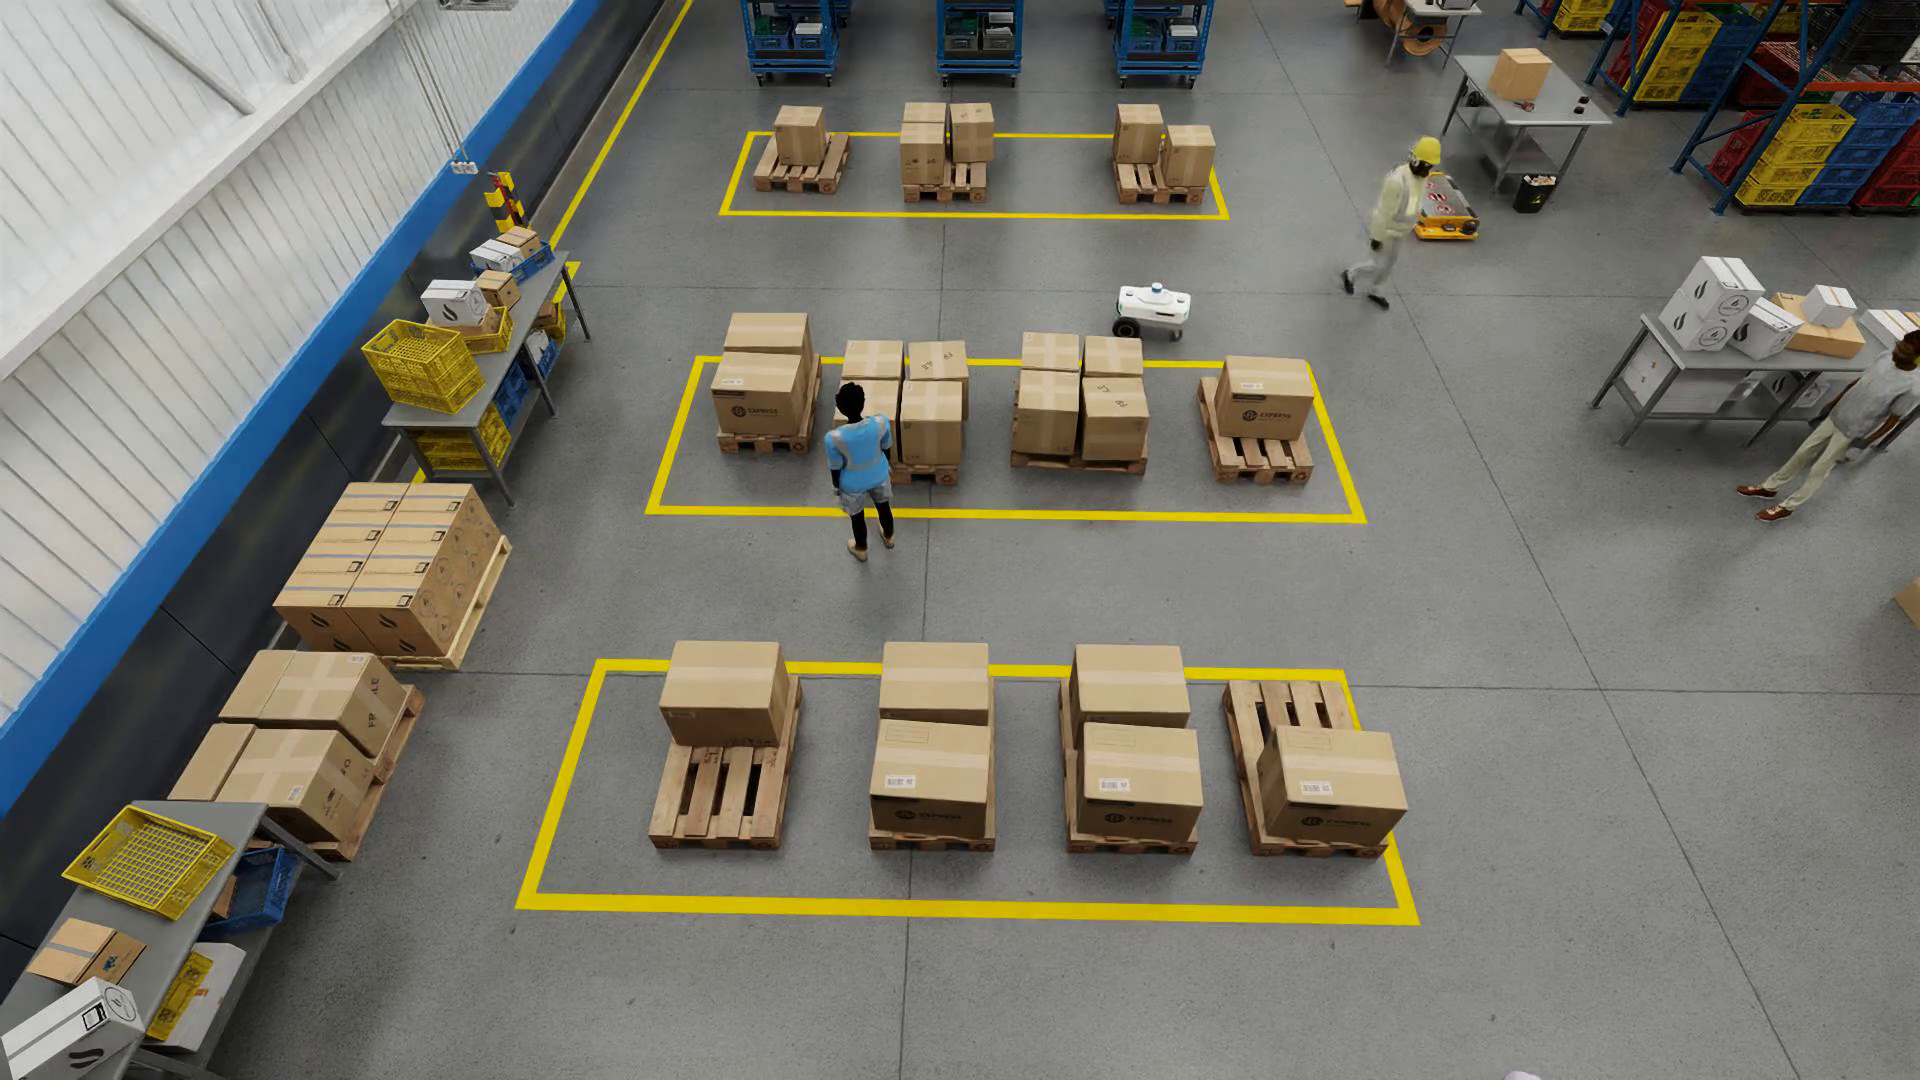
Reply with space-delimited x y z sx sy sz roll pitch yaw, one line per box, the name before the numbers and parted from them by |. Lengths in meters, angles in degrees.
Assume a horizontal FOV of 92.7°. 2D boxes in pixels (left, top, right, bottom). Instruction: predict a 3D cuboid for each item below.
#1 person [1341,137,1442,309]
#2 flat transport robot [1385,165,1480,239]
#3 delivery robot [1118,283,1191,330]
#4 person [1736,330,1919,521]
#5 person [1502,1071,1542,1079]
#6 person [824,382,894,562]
person | 4.377 -3.188 9.258 0.617 1.811 0.485 -29 55 -23
flat transport robot | 5.692 -4.094 11.059 0.652 0.197 1.431 1 49 1
delivery robot | 1.974 -2.384 9.332 0.707 0.478 0.477 10 50 8
person | 6.967 -0.884 7.237 0.330 1.861 0.518 2 49 1
person | 2.295 2.785 4.024 0.371 1.915 0.597 6 49 5
person | -0.745 -0.489 6.999 0.535 1.699 0.322 -22 53 -18
